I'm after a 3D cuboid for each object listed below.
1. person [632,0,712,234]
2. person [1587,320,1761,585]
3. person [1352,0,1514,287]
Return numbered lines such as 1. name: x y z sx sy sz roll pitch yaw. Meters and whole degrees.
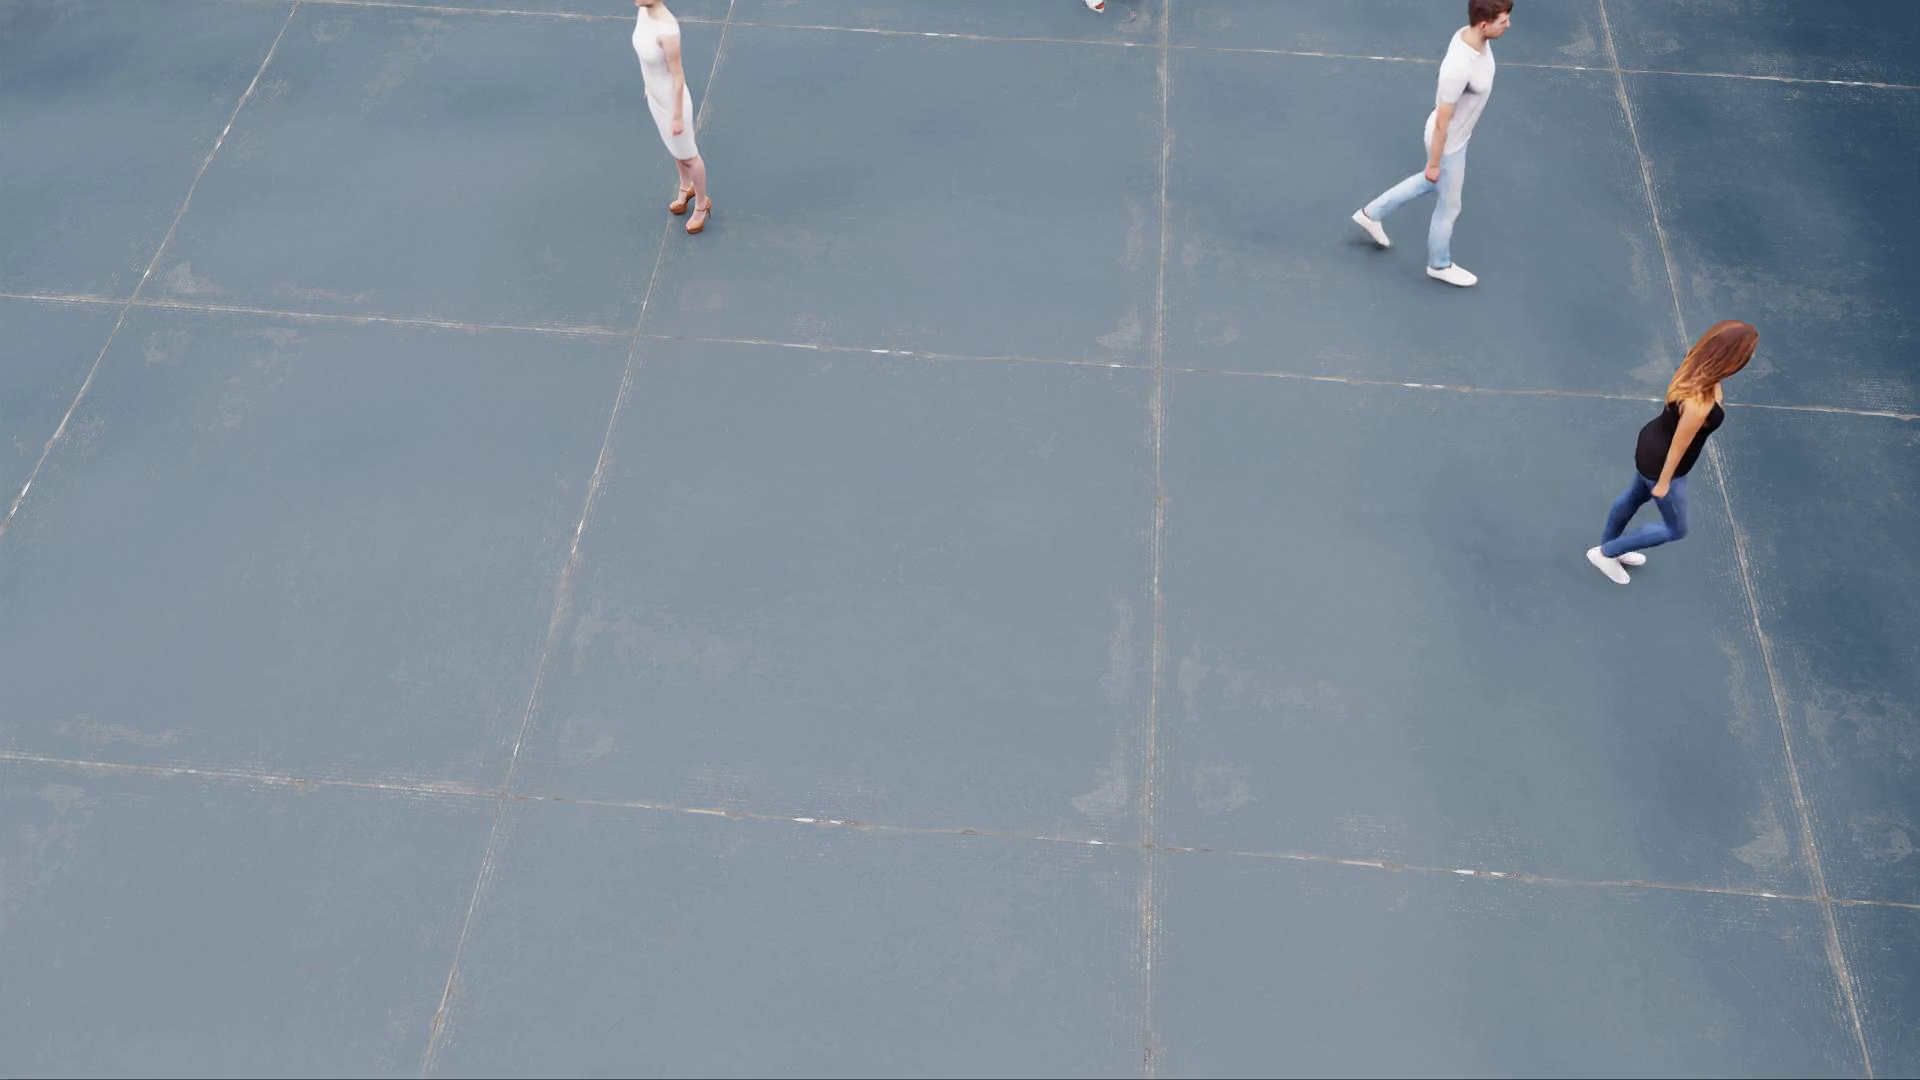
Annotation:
1. person: -1.635 -2.492 9.430 0.672 1.793 0.649 -25 56 -18
2. person: 3.270 -0.413 7.871 0.656 1.712 0.642 15 54 11
3. person: 2.629 -2.247 9.213 1.117 1.836 0.871 18 54 13
